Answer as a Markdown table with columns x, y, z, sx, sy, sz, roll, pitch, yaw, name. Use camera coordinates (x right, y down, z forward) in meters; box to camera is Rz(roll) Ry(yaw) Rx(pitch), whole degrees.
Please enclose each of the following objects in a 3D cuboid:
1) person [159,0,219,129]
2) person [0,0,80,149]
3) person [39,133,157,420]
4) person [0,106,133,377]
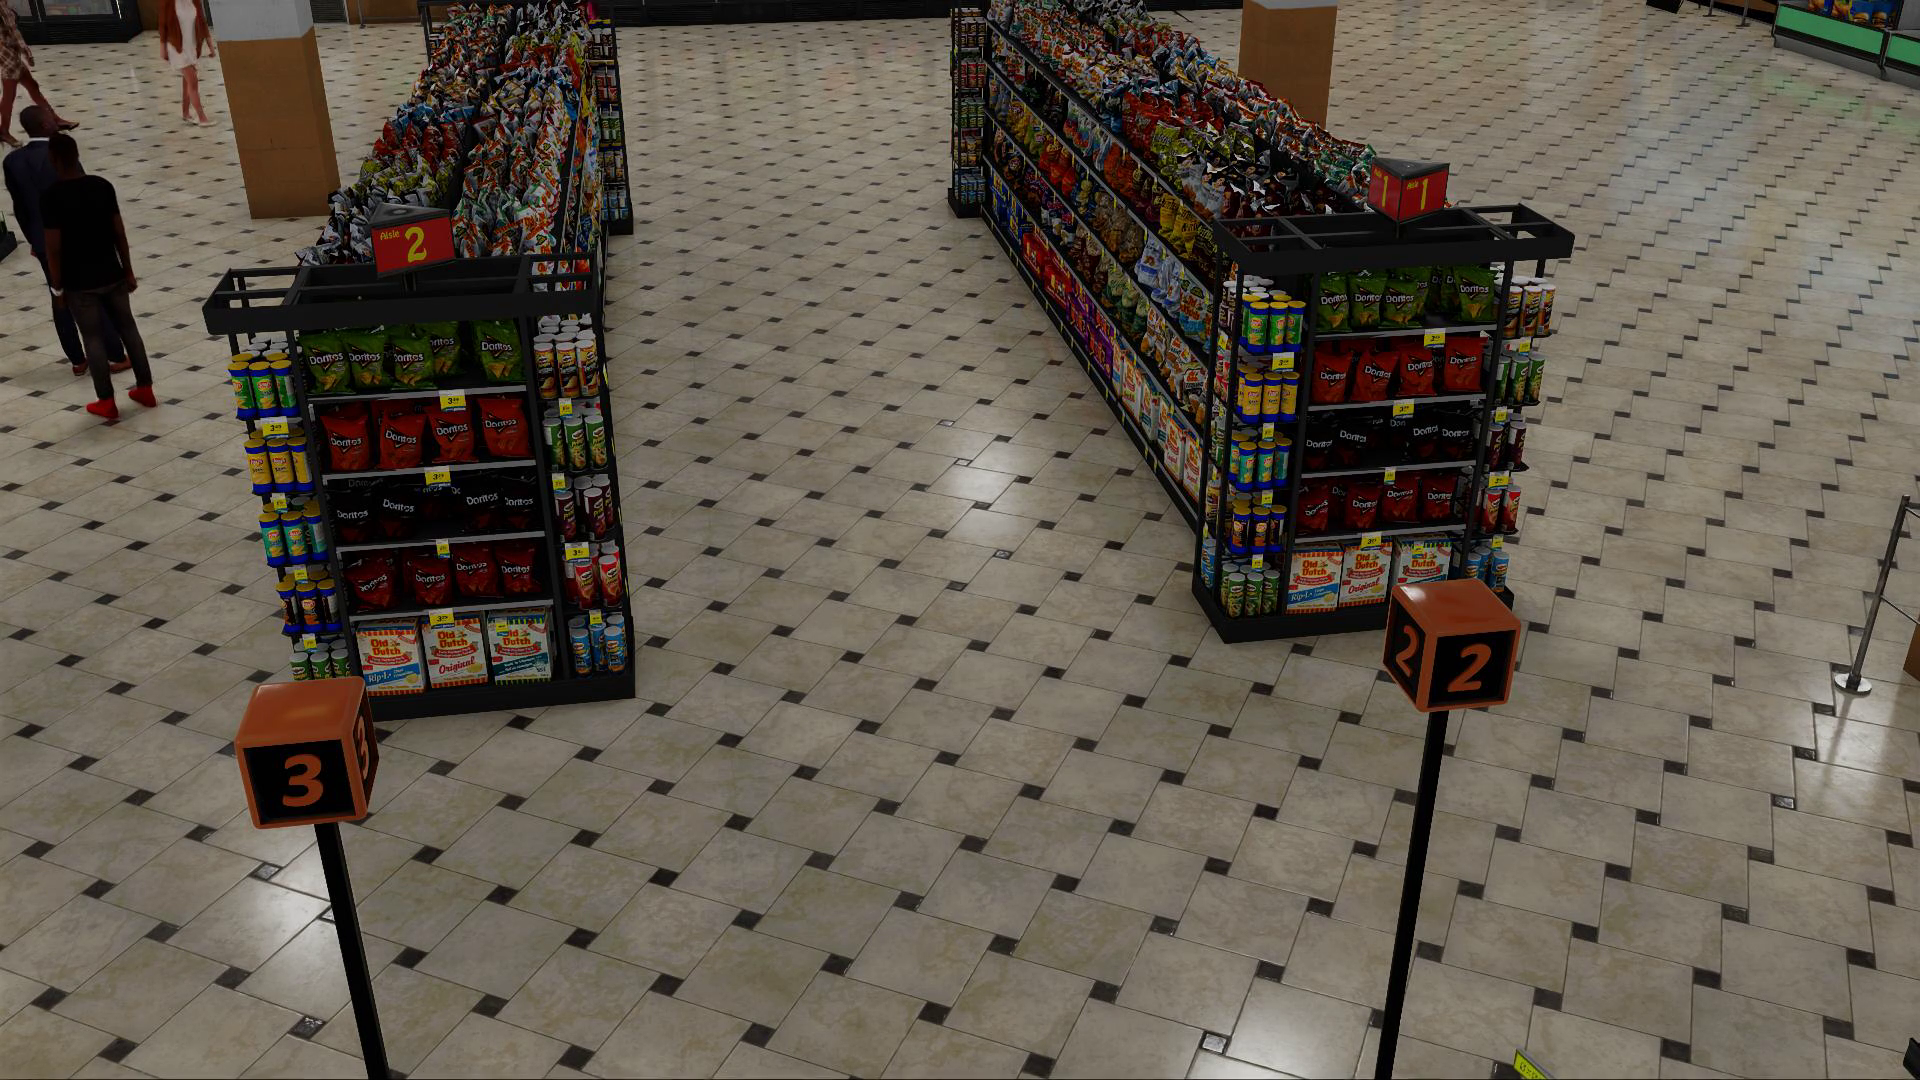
| x | y | z | sx | sy | sz | roll | pitch | yaw | name |
| --- | --- | --- | --- | --- | --- | --- | --- | --- | --- |
| -8.346 | -5.257 | 17.763 | 1.038 | 1.671 | 0.991 | 20 | 33 | 34 | person |
| -9.710 | -4.832 | 16.836 | 1.019 | 1.751 | 1.069 | -23 | 35 | -37 | person |
| -5.480 | -1.670 | 10.544 | 0.775 | 1.803 | 0.722 | 18 | 32 | 31 | person |
| -5.996 | -1.993 | 11.159 | 0.723 | 1.824 | 0.660 | 0 | 27 | -1 | person |
